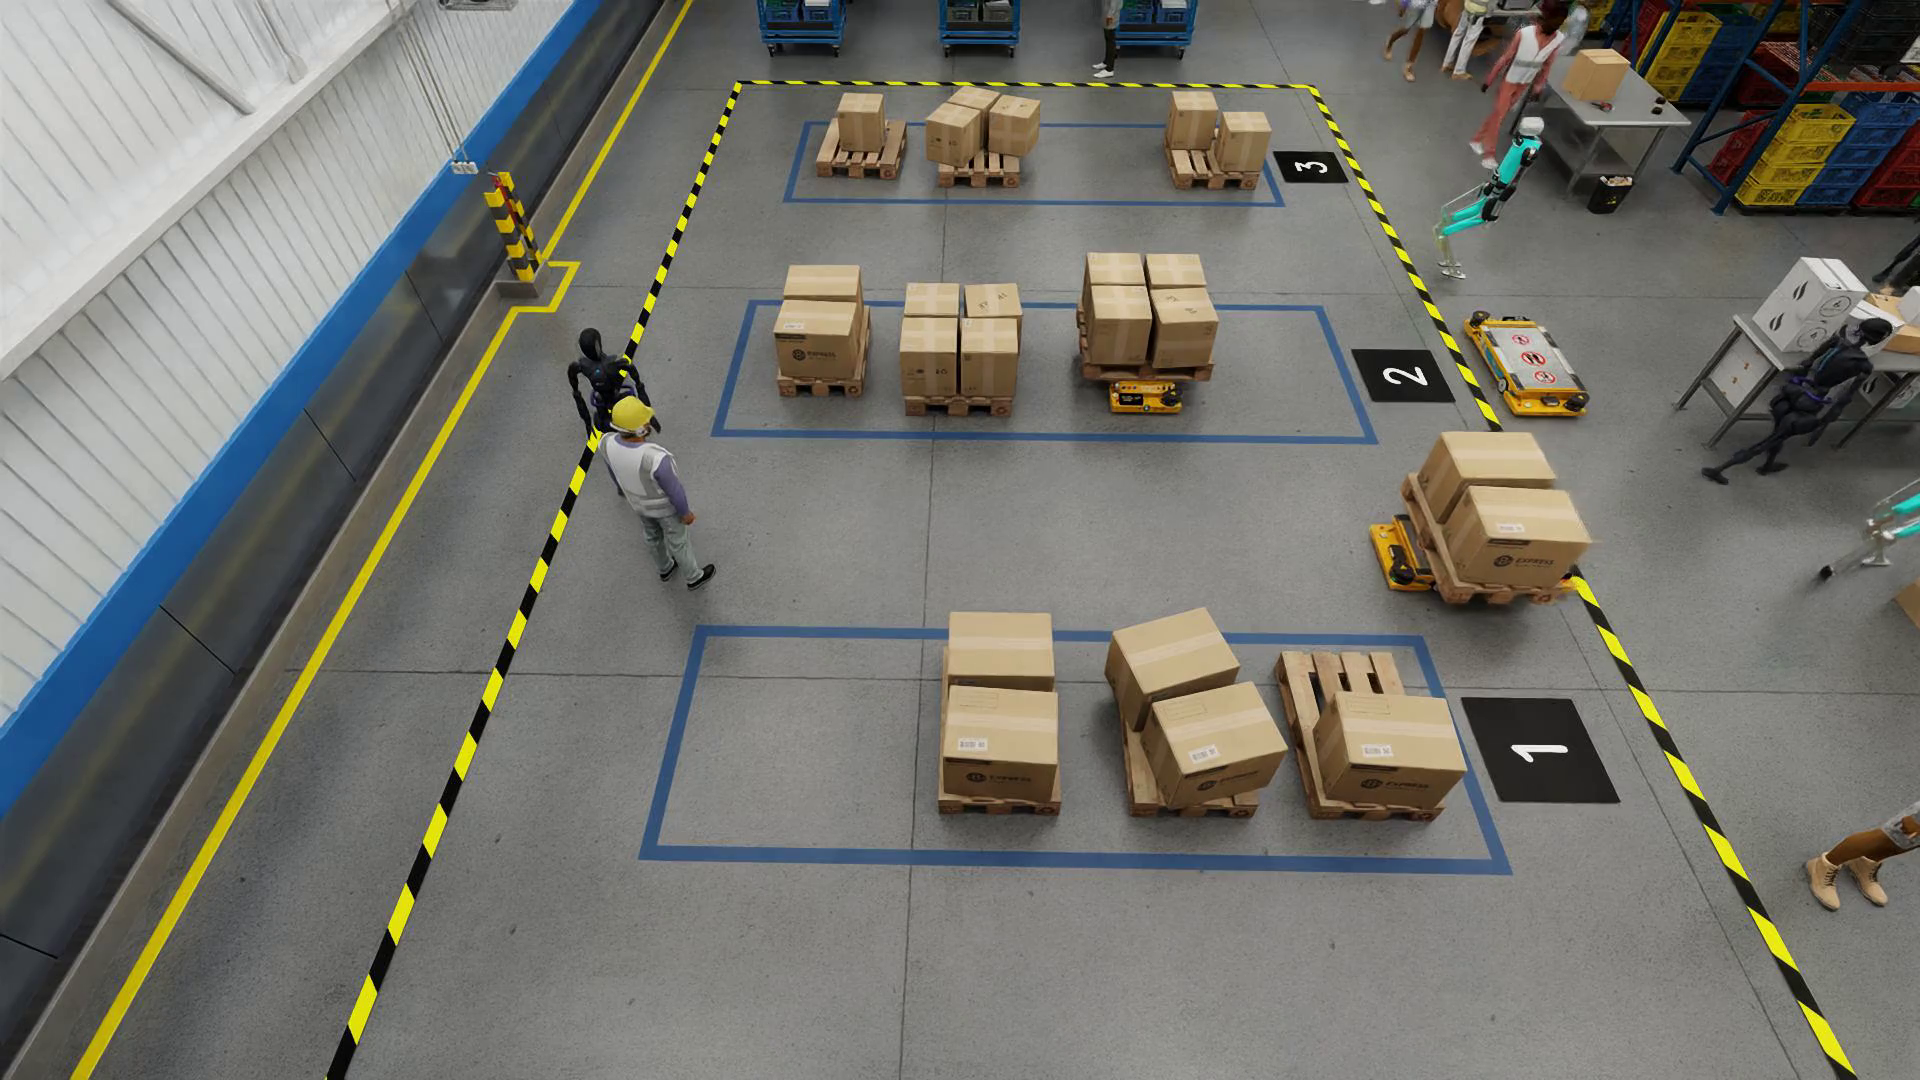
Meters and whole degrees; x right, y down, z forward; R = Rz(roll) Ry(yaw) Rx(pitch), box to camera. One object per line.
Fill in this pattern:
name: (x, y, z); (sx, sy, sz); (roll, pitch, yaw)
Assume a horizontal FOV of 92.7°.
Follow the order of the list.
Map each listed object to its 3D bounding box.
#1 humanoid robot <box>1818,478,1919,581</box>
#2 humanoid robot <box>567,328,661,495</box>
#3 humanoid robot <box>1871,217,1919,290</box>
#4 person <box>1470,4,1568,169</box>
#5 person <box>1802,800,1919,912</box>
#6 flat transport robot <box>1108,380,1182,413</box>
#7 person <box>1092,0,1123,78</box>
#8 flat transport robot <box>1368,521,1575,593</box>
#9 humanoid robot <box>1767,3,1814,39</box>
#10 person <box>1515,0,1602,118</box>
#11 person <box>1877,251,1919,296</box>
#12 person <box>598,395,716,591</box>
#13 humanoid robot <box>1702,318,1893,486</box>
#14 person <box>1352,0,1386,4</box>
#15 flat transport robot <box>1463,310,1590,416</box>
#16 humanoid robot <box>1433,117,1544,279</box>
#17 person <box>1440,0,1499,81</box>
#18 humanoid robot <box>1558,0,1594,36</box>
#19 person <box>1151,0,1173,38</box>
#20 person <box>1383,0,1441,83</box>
humanoid robot: (7.258, -0.320, 6.854); (0.983, 1.780, 0.555); (-3, 49, -3)
humanoid robot: (-2.786, -1.030, 7.483); (0.599, 1.657, 0.315); (-7, 50, -6)
humanoid robot: (10.341, -3.332, 9.486); (0.425, 1.653, 0.588); (-24, 53, -20)
person: (6.902, -5.581, 11.307); (0.643, 1.864, 0.940); (-4, 49, -4)
person: (5.583, 1.509, 5.053); (0.606, 2.048, 0.366); (-3, 49, -2)
flat transport robot: (1.773, -1.807, 9.079); (0.652, 0.197, 1.431); (1, 49, 1)
person: (2.122, -7.600, 13.064); (0.399, 1.851, 0.592); (4, 49, 4)
flat transport robot: (4.141, 0.101, 7.427); (1.431, 0.197, 0.652); (1, 49, 1)
humanoid robot: (12.453, -8.105, 13.621); (0.361, 1.648, 0.615); (-14, 51, -12)
person: (7.953, -6.431, 12.132); (0.458, 1.716, 0.514); (18, 52, 15)
person: (10.258, -3.239, 9.305); (0.516, 1.839, 0.362); (25, 54, 20)
person: (-2.233, -0.315, 6.772); (0.598, 1.827, 0.404); (20, 52, 16)
humanoid robot: (6.982, -1.121, 7.603); (0.805, 1.623, 0.590); (2, 49, 2)
person: (6.902, -9.720, 14.913); (0.753, 1.829, 0.511); (-4, 49, -4)
flat transport robot: (5.573, -1.757, 9.054); (0.659, 0.231, 1.431); (1, 49, 1)
humanoid robot: (5.365, -3.561, 9.555); (0.735, 1.677, 0.533); (10, 50, 8)
person: (7.395, -7.575, 13.050); (0.431, 1.843, 0.622); (-8, 50, -7)
humanoid robot: (9.068, -7.964, 13.404); (0.736, 1.709, 0.531); (18, 51, 15)
person: (3.106, -8.690, 14.044); (0.962, 1.803, 0.595); (-4, 49, -3)
person: (6.580, -7.733, 13.085); (0.612, 2.008, 0.884); (-5, 49, -4)
